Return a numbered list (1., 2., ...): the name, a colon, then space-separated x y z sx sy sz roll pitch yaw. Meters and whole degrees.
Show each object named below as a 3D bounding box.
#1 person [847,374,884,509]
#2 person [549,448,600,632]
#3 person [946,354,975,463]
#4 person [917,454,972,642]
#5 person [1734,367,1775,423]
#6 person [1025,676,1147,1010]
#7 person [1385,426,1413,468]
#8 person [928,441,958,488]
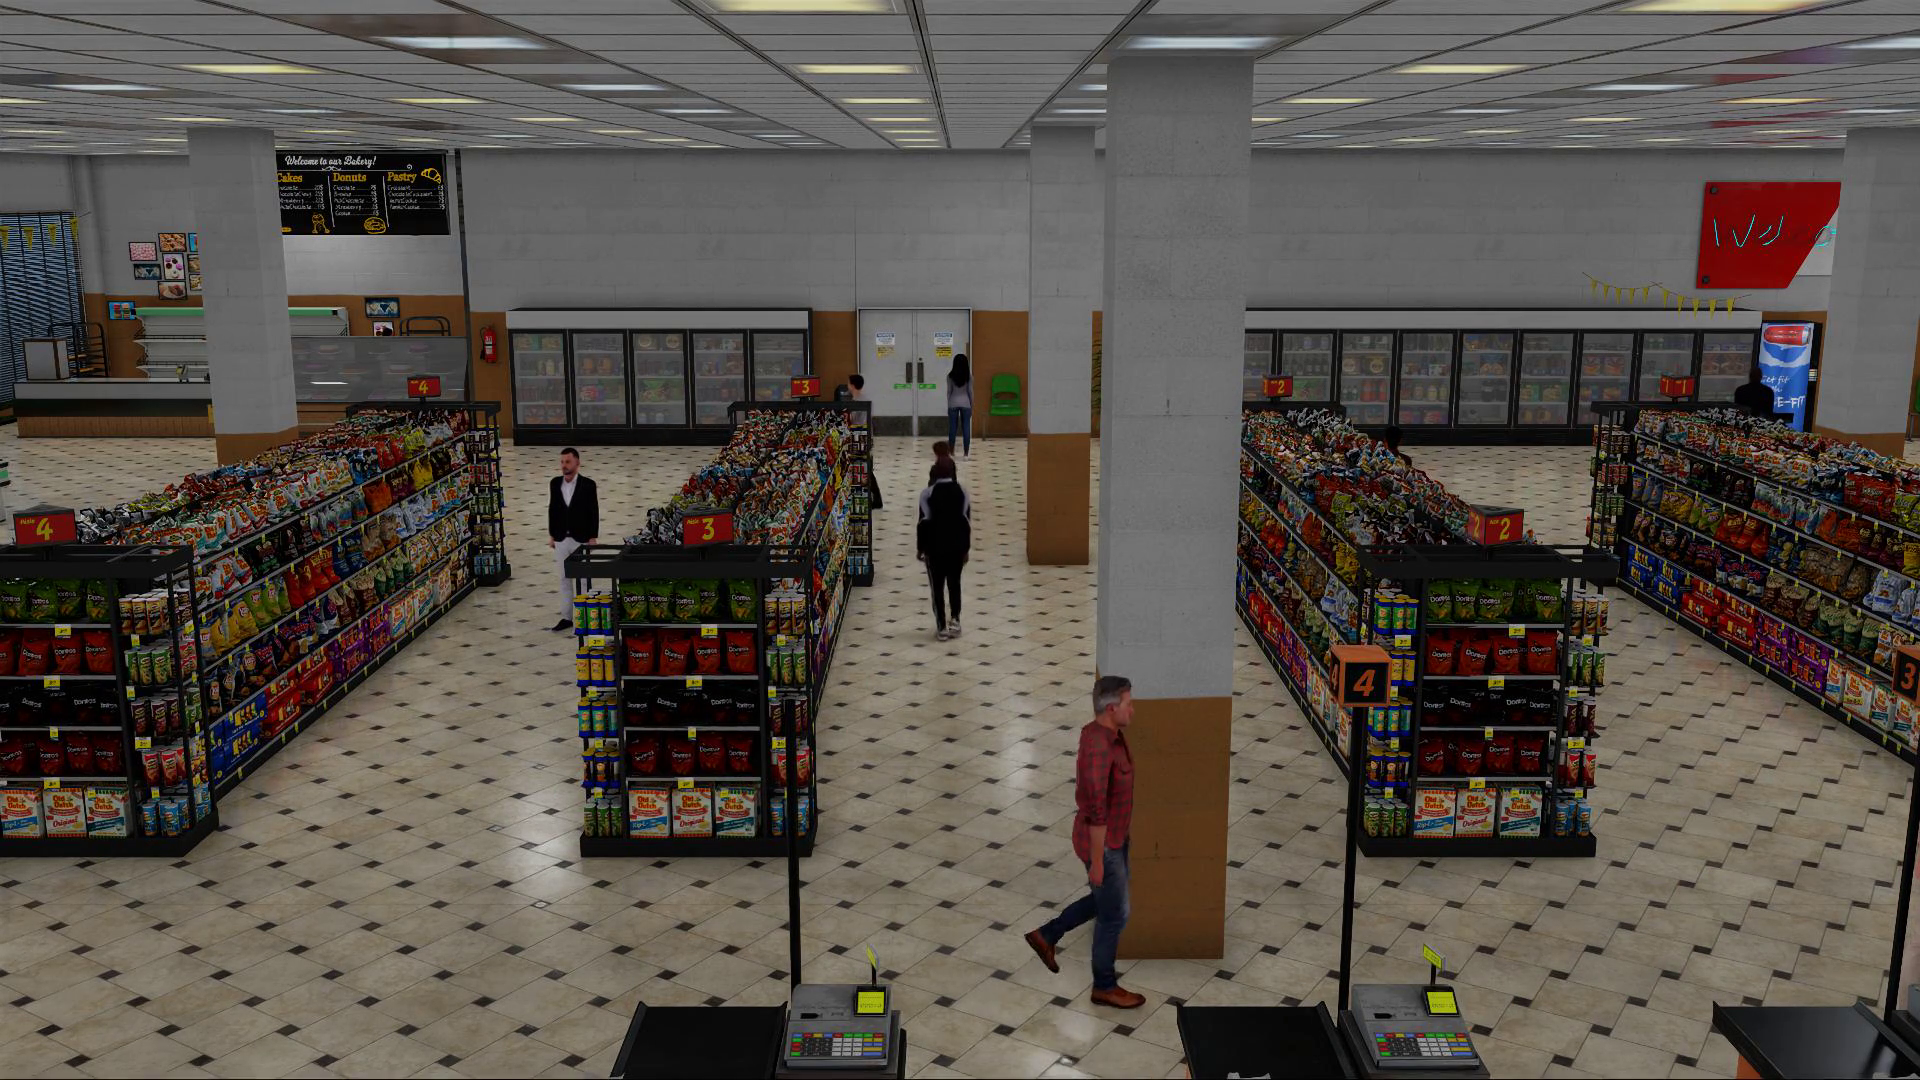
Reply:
1. person: -1.277 -1.305 22.663 0.889 1.825 1.100 3 12 13
2. person: -3.822 -0.010 16.468 0.696 1.844 0.615 2 12 11
3. person: -0.004 -2.141 26.854 0.603 1.735 0.528 1 12 3
4. person: -0.142 0.088 16.074 0.731 1.815 0.728 -3 12 -13
5. person: 11.432 -1.592 24.047 0.775 1.817 0.742 5 13 22
6. person: 0.671 1.604 8.880 0.825 1.813 0.871 2 12 10
7. person: 4.737 -0.373 18.345 0.659 1.781 0.520 -1 12 -3
8. person: -0.184 -0.421 19.439 0.897 1.423 0.991 -10 16 -40
